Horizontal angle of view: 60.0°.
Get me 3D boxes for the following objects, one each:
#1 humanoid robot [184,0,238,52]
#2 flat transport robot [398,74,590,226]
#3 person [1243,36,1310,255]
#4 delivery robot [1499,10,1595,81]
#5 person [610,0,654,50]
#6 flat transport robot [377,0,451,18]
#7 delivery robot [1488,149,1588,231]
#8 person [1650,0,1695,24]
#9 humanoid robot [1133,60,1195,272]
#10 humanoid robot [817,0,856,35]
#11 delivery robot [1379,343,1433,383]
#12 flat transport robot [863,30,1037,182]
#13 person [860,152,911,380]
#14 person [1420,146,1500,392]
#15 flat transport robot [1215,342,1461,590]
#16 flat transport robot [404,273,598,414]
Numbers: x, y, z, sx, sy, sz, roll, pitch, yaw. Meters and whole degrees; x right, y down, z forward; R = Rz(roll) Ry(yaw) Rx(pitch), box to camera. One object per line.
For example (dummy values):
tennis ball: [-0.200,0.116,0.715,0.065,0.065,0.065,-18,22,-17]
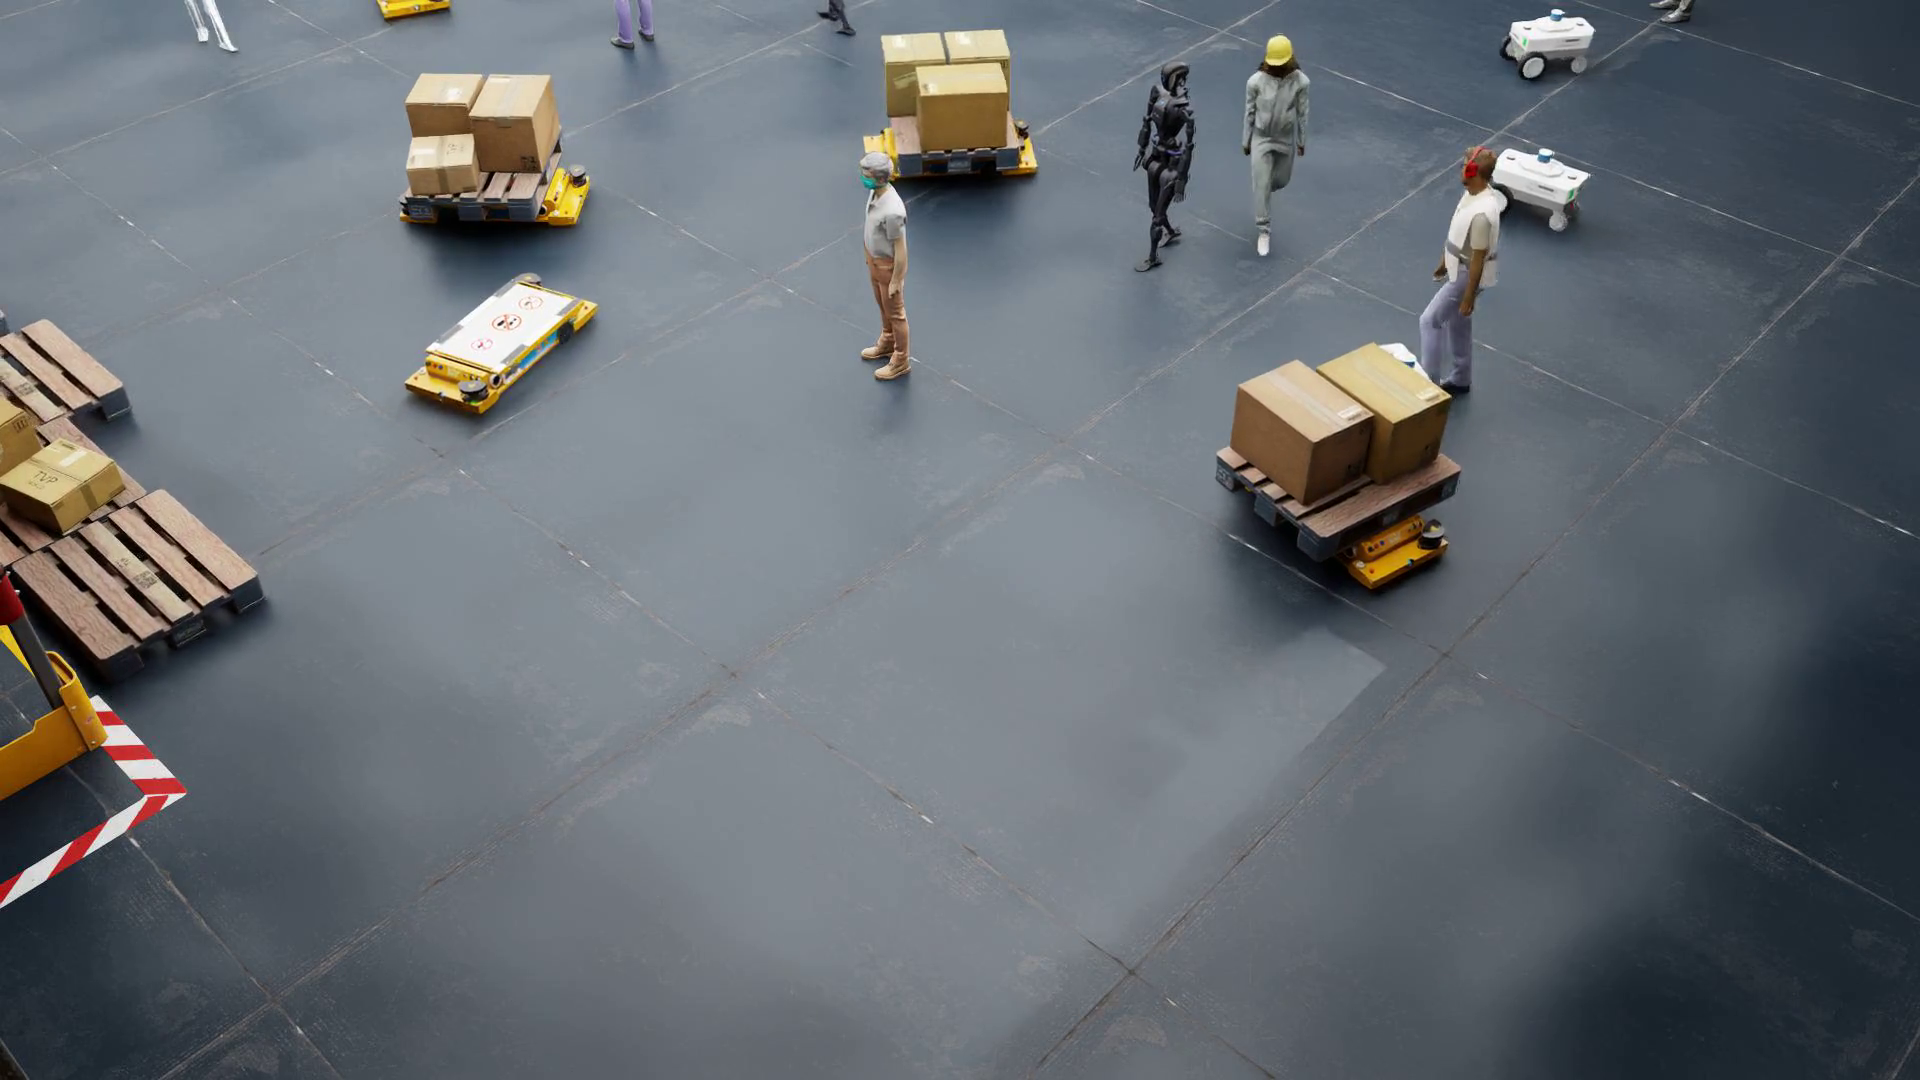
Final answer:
humanoid robot: [-7.168,-5.459,15.509,0.558,1.770,0.864,-24,47,-24]
flat transport robot: [-3.824,-2.842,13.685,1.431,0.231,0.659,1,42,1]
person: [2.428,-3.145,12.943,0.513,1.706,0.737,-1,42,-1]
delivery robot: [5.461,-4.619,15.452,0.801,0.602,0.499,-6,42,-7]
person: [-3.137,-5.467,15.430,0.564,1.837,0.388,-32,51,-30]
flat transport robot: [-5.653,-5.701,16.863,0.659,0.231,1.431,-17,45,-18]
delivery robot: [4.688,-2.901,13.514,0.738,0.563,0.499,27,48,26]
person: [7.079,-5.865,15.865,0.388,1.847,0.563,1,42,2]
humanoid robot: [1.556,-2.888,12.696,0.607,1.639,0.608,-23,47,-24]
humanoid robot: [-1.220,-5.650,15.784,0.589,1.615,0.593,26,48,26]
delivery robot: [3.030,-1.026,11.439,0.499,0.577,0.769,-10,43,-11]
flat transport robot: [-0.091,-3.336,14.234,1.431,0.231,0.659,-4,42,-5]
person: [-0.523,-1.911,11.546,0.304,1.743,0.491,-15,44,-16]
person: [3.397,-1.794,11.380,0.577,1.798,0.676,14,44,15]
flat transport robot: [2.421,-0.262,10.817,0.659,0.231,1.431,-24,47,-24]
flat transport robot: [-3.334,-1.455,12.144,0.659,0.231,1.431,18,45,19]
